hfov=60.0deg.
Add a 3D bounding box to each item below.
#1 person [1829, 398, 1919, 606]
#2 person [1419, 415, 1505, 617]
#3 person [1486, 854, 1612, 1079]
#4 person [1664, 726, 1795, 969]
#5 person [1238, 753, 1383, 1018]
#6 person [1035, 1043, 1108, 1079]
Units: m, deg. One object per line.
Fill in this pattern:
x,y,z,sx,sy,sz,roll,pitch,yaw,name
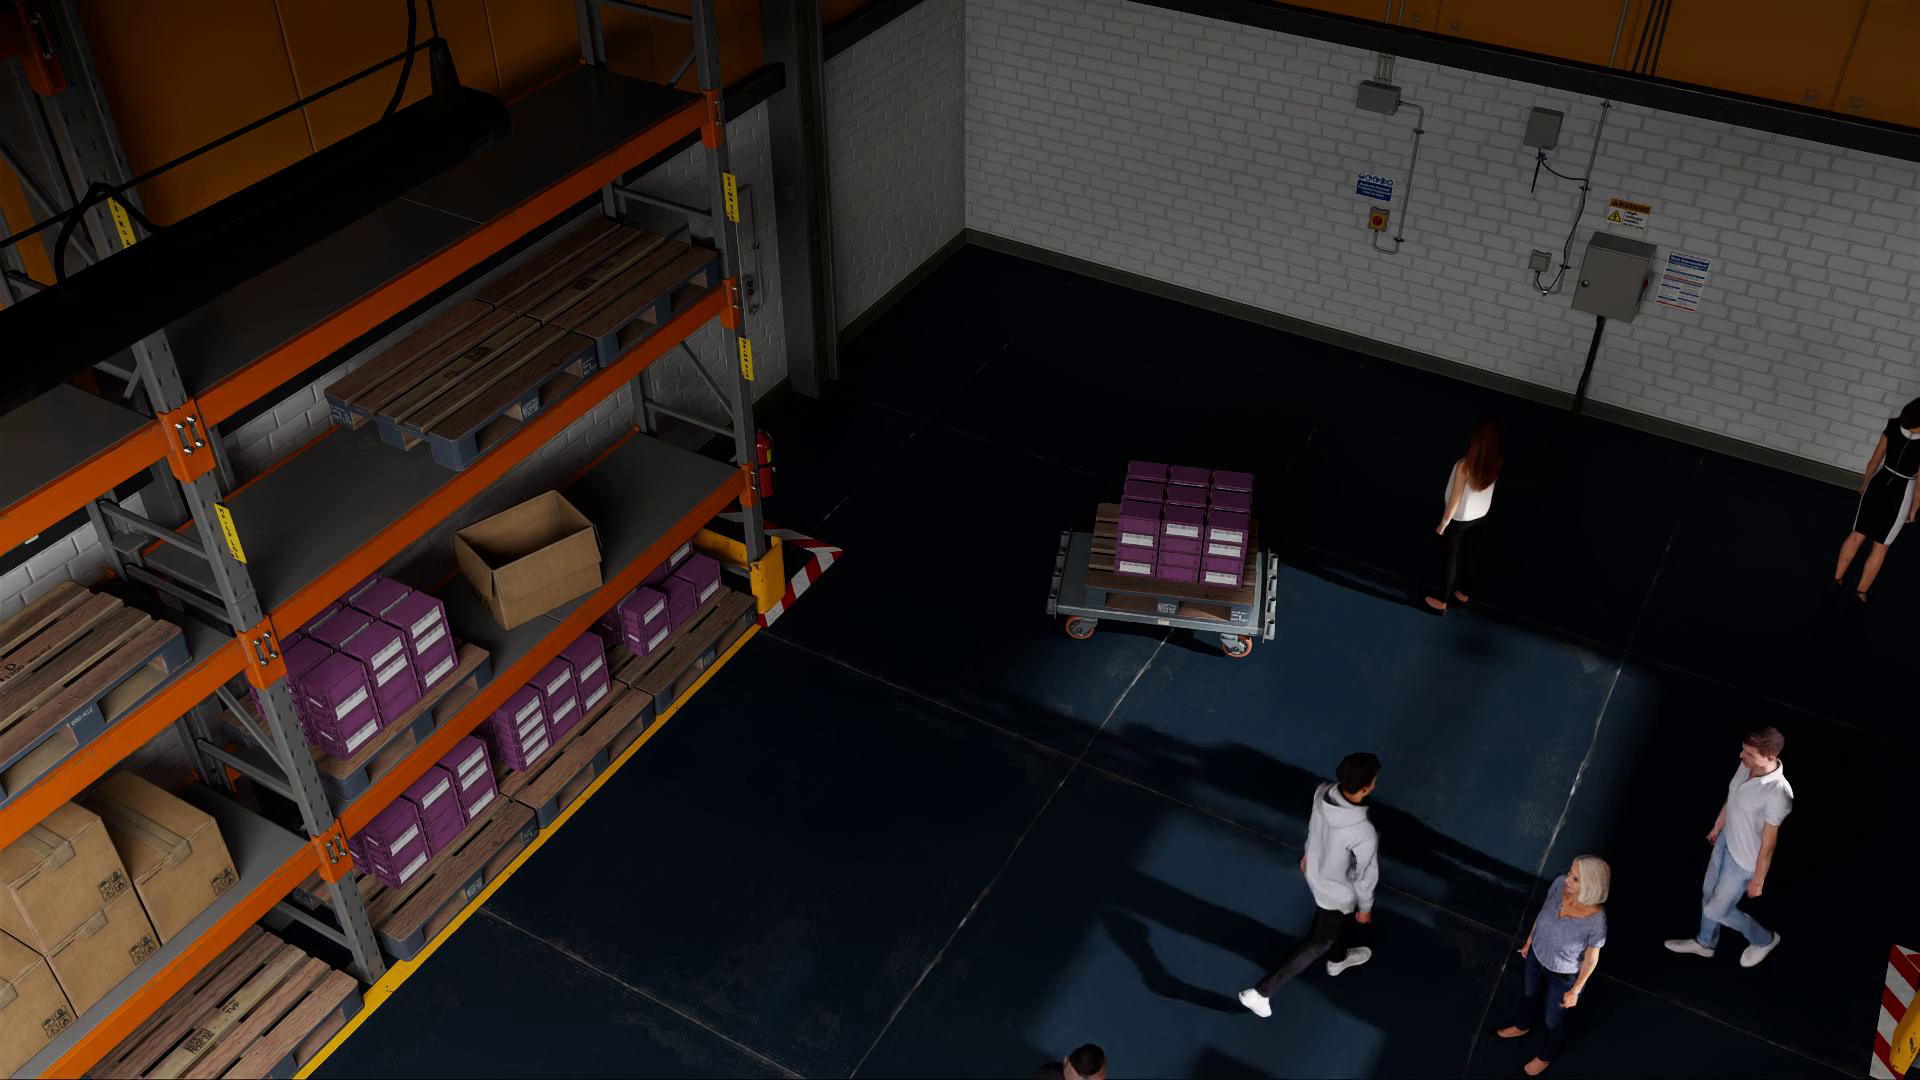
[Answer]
6.782,-0.282,12.175,0.654,1.795,0.661,-22,43,-25,person
3.689,-0.173,12.097,0.619,1.722,0.717,-16,41,-19,person
3.243,2.293,9.010,0.706,1.721,0.661,-12,40,-15,person
4.577,1.790,9.552,0.951,1.831,0.909,-1,39,-1,person
2.006,1.954,9.295,1.315,1.896,1.161,-15,41,-17,person
0.566,2.989,7.950,0.758,1.956,0.685,31,48,33,person
